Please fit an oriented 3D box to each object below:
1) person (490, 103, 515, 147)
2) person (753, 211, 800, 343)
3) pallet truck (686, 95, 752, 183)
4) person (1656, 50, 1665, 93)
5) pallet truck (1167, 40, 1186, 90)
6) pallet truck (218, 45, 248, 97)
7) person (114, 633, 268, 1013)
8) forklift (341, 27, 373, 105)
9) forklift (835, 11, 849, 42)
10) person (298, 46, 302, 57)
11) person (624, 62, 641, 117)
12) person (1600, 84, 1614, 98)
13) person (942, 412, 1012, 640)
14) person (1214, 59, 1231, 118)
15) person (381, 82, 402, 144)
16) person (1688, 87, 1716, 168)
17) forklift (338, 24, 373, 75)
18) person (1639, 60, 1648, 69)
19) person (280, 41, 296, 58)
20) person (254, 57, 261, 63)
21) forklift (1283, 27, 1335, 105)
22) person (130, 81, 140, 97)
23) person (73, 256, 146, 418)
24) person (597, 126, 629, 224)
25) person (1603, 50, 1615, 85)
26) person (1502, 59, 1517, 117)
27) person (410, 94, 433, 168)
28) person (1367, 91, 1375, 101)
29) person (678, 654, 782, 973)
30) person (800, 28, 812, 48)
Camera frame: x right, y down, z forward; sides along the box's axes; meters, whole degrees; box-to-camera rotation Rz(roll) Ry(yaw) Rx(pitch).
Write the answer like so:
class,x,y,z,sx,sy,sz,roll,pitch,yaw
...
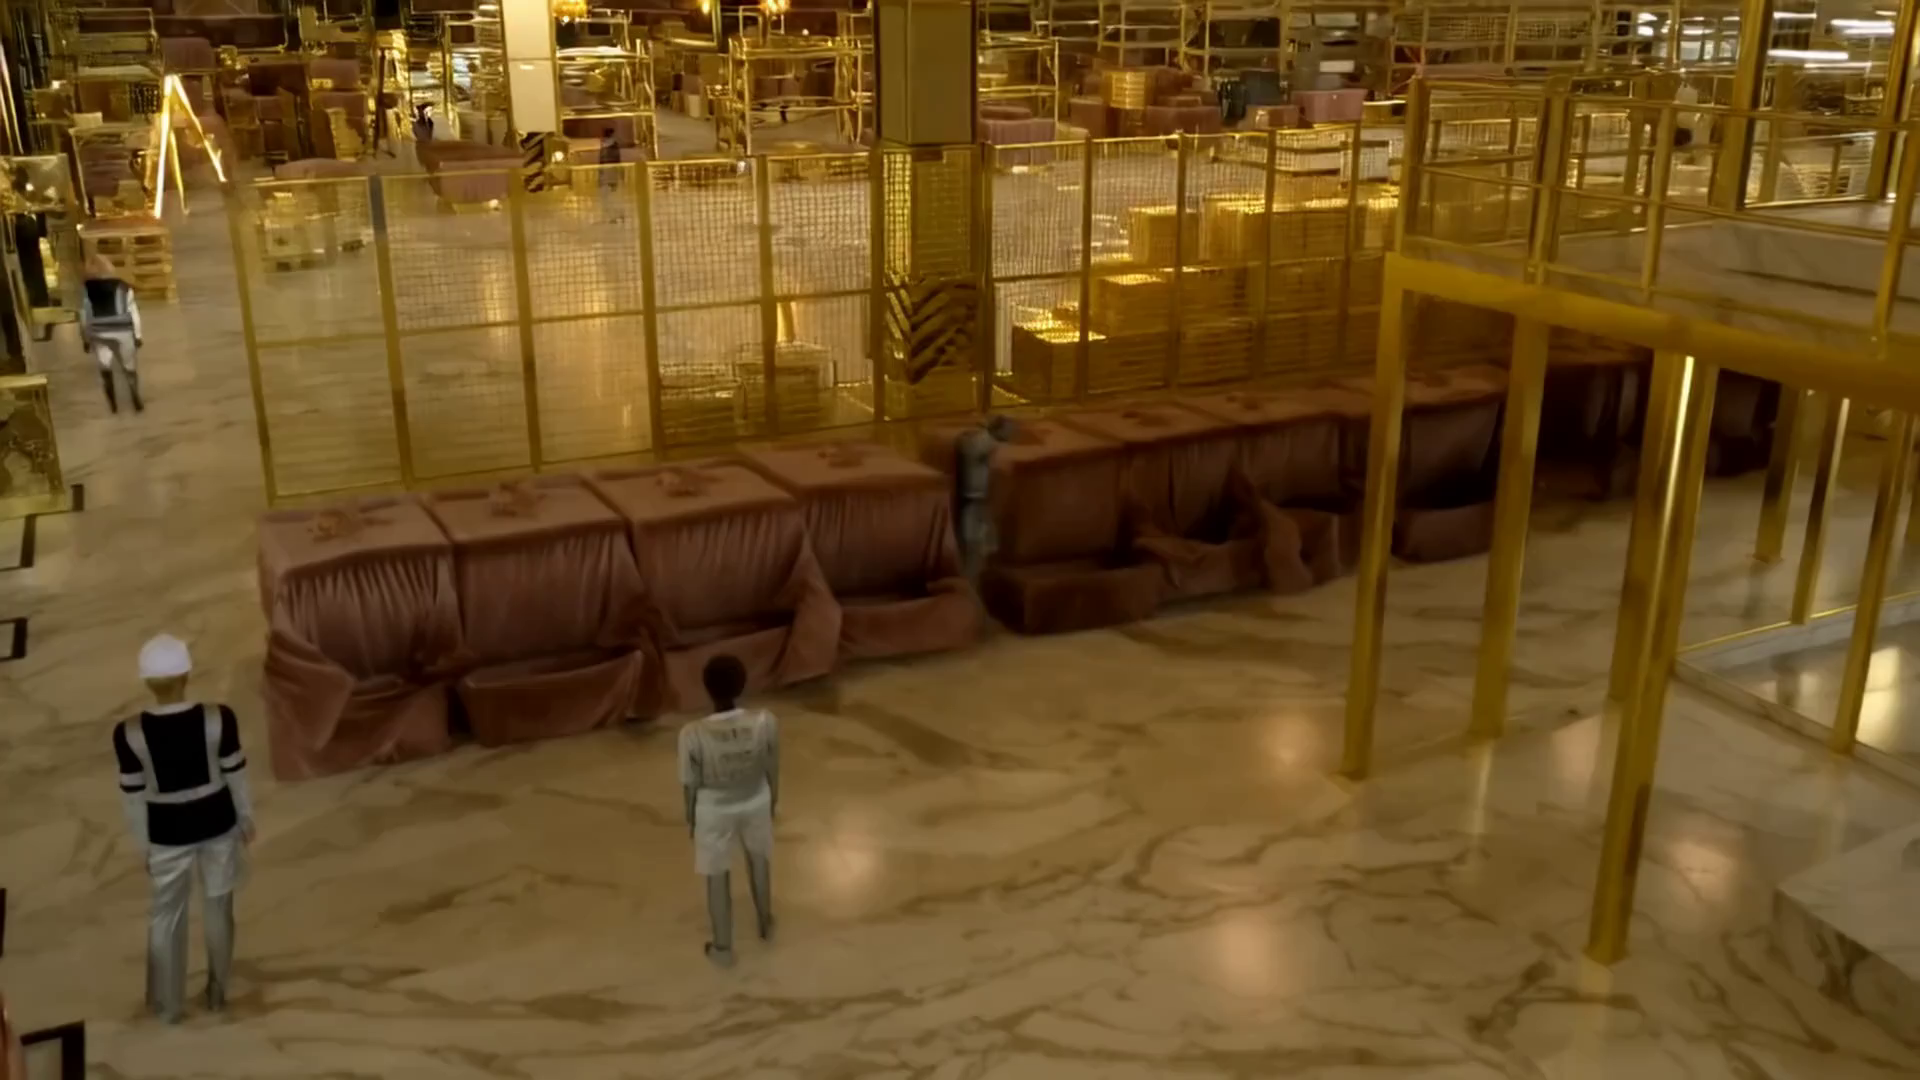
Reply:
class,x,y,z,sx,sy,sz,roll,pitch,yaw
person,-10.404,-8.971,38.015,0.622,1.990,0.402,-9,21,-25
person,-2.352,-3.208,21.307,0.622,1.992,0.396,-9,21,-25
pallet truck,-5.836,-9.608,39.856,0.823,1.965,1.885,10,22,27
person,28.564,-19.107,67.845,0.540,1.695,0.317,-9,21,-25
pallet truck,9.045,-19.971,69.895,0.823,1.965,1.885,-3,19,-8
pallet truck,-28.879,-18.665,66.111,0.823,1.965,1.885,-3,19,-9
person,-3.747,1.374,8.116,0.551,1.932,0.378,-9,21,-25
forklift,-22.275,-17.346,60.954,1.873,2.768,1.129,-9,21,-25
forklift,-5.880,-25.018,83.192,1.873,2.768,1.129,-9,21,-25
person,-28.881,-21.151,73.409,0.551,1.934,0.373,-9,21,-25
person,-11.147,-15.432,56.828,0.635,1.937,0.352,-9,21,-25
person,17.255,-11.242,44.681,0.635,1.936,0.356,-9,21,-25
person,0.137,-0.098,12.667,0.549,1.754,0.394,-6,20,-17
person,8.918,-15.372,56.612,0.613,1.961,0.368,-9,21,-25
person,-16.524,-12.387,48.295,0.492,1.742,0.319,-9,21,-25
person,18.875,-10.502,42.381,0.701,2.000,0.538,-12,22,-31
forklift,-23.636,-18.528,64.380,1.129,2.768,1.873,14,23,34
person,23.093,-15.283,56.400,0.551,1.932,0.378,-9,21,-25
person,-28.543,-20.243,70.773,0.635,1.936,0.356,-9,21,-25
person,-24.813,-16.165,59.032,0.584,1.883,0.337,-9,21,-25
forklift,12.717,-17.265,60.717,1.873,2.768,1.129,-9,21,-25
person,-25.173,-13.124,50.624,0.528,1.626,0.345,-10,21,-26
person,-9.677,-2.310,18.970,0.634,1.833,0.435,-8,21,-22
person,-6.937,-7.288,33.271,0.637,1.914,0.398,-12,22,-31
person,26.516,-19.170,68.026,0.540,1.695,0.317,-9,21,-25
person,18.803,-15.483,57.007,0.596,1.914,0.373,-9,21,-25
person,-13.786,-10.475,42.639,0.516,1.837,0.405,-8,21,-23
person,11.202,-11.399,45.499,0.540,1.695,0.317,-9,21,-25
person,-1.158,1.385,8.444,0.540,1.695,0.317,-9,21,-25
person,-7.873,-25.141,84.971,0.635,1.937,0.352,-9,21,-25
